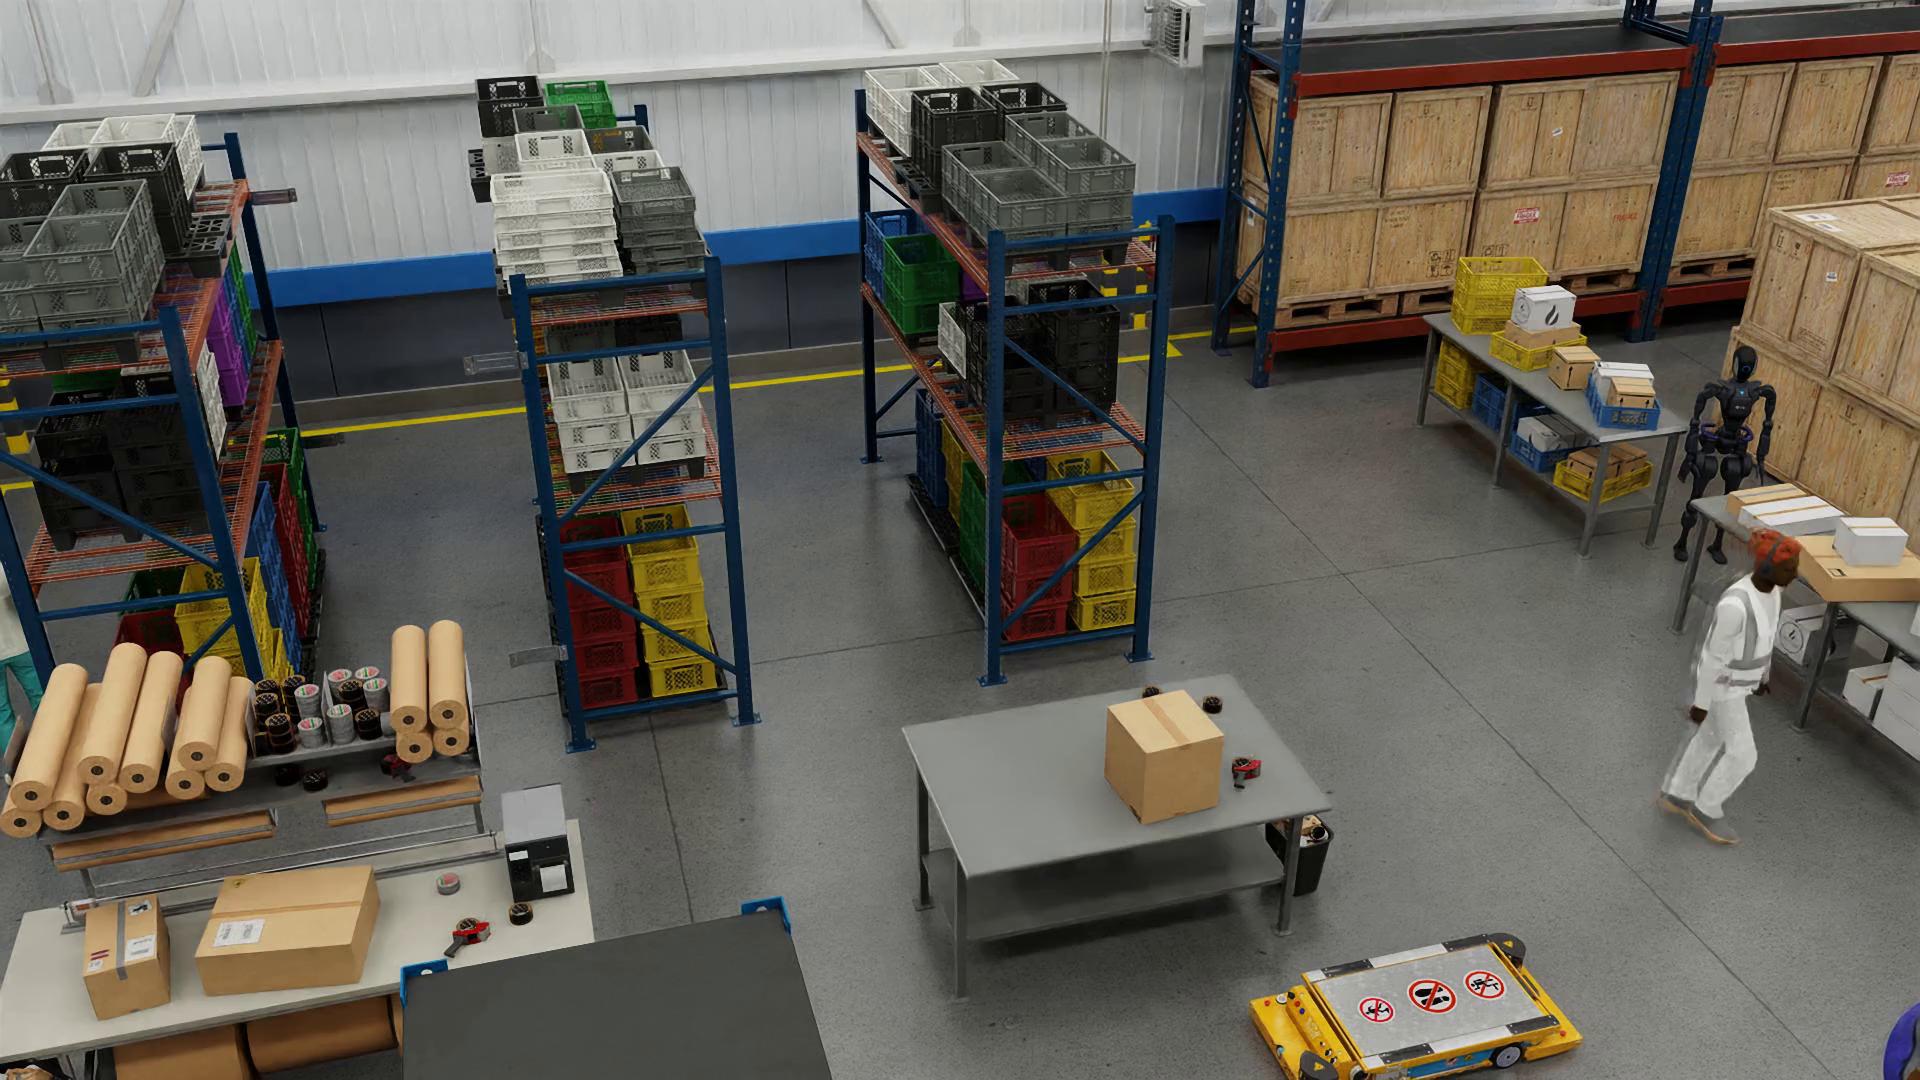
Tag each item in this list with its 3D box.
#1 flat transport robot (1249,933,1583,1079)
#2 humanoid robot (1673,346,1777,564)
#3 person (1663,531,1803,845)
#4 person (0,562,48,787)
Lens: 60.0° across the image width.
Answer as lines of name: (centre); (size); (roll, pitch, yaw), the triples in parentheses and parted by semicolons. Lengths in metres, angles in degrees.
flat transport robot: (2.184, 2.282, 7.980); (1.431, 0.197, 0.652); (-8, 30, -14)
humanoid robot: (5.419, -0.595, 11.779); (0.564, 1.652, 0.328); (4, 29, 8)
person: (4.264, 0.815, 9.023); (0.617, 1.859, 0.620); (25, 37, 38)
person: (-5.451, 0.641, 9.448); (0.522, 1.760, 0.323); (-22, 35, -34)
